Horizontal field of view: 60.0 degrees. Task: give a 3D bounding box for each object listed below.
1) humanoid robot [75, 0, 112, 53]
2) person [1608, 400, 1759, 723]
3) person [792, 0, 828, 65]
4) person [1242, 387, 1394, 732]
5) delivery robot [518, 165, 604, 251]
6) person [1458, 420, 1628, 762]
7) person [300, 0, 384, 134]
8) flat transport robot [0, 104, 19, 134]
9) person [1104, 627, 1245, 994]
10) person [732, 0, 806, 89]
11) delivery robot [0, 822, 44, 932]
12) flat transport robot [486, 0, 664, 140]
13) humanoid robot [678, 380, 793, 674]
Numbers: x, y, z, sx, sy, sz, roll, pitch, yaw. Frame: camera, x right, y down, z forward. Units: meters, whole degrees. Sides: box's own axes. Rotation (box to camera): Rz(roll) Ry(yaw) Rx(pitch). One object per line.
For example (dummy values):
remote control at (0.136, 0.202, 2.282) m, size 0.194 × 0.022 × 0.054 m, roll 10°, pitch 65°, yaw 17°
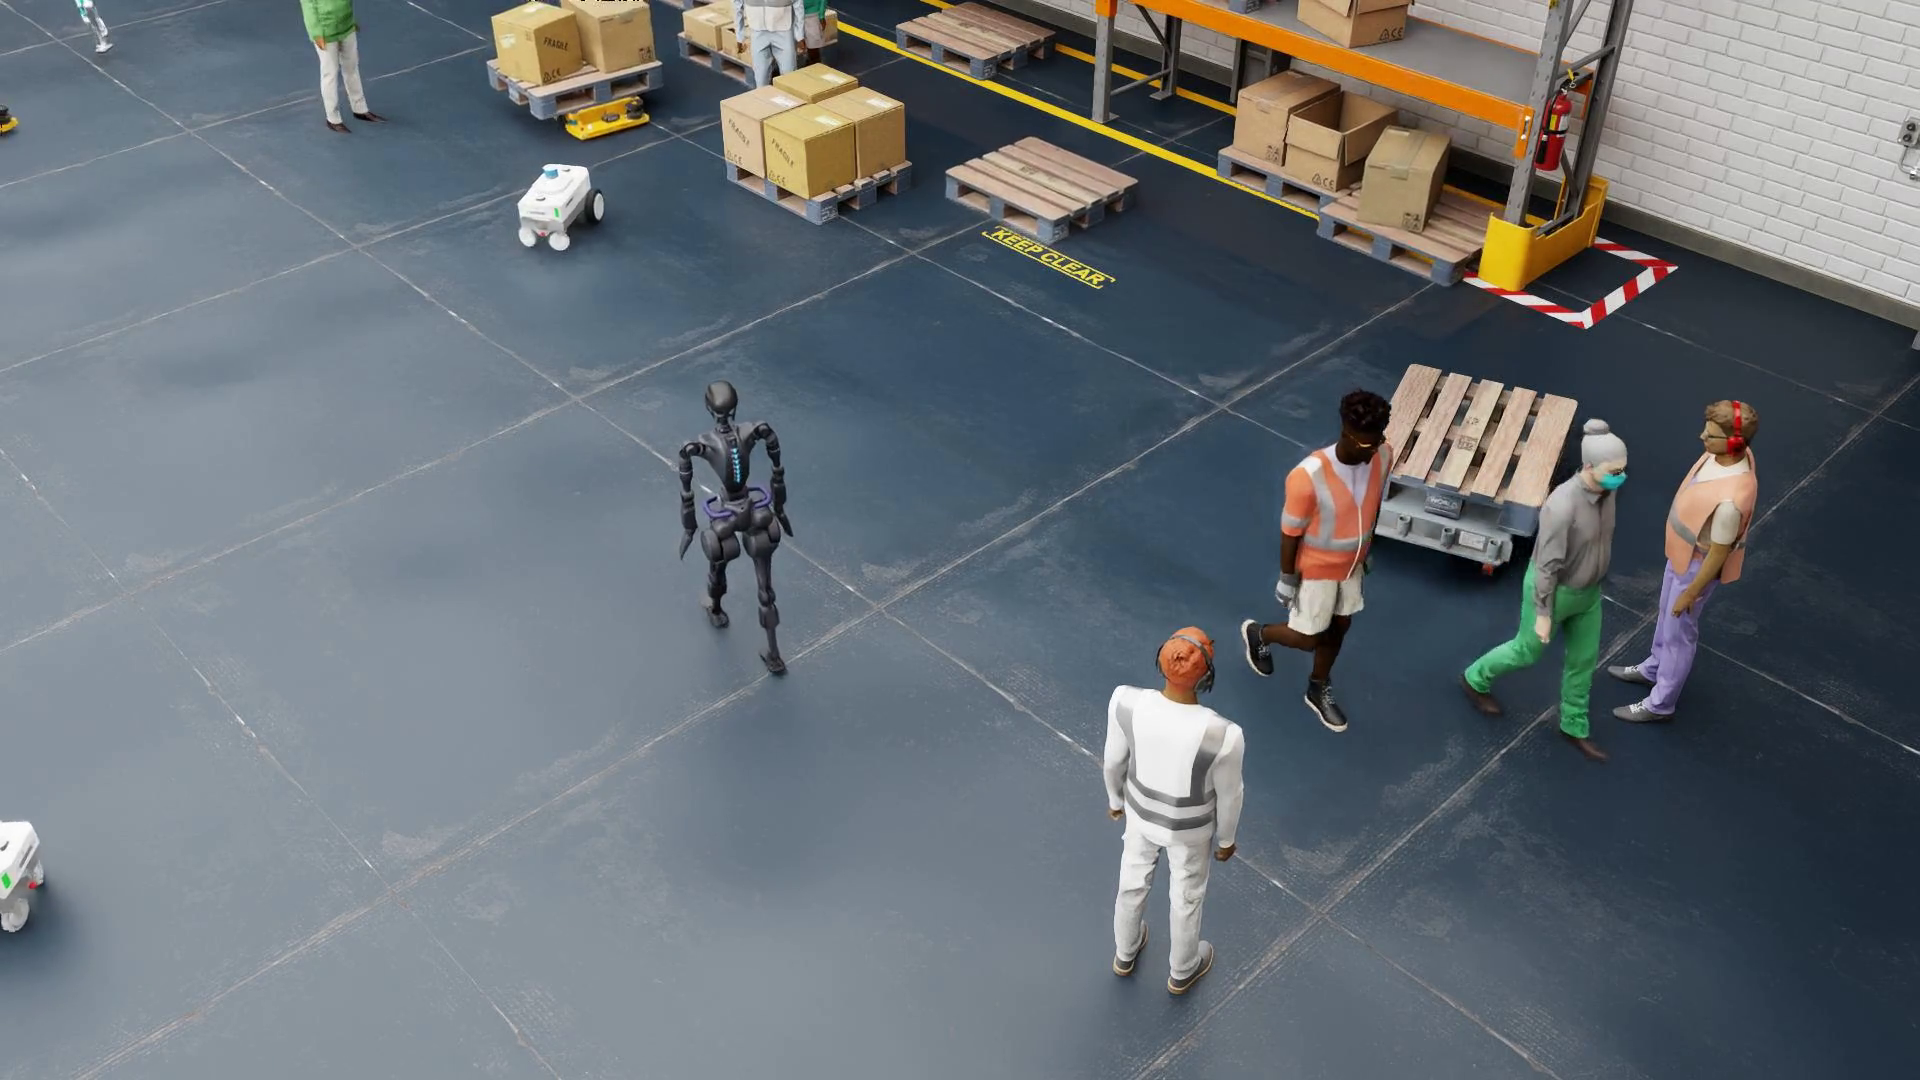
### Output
humanoid robot at (-8.200, -5.288, 15.321) m, size 0.578 × 1.724 × 1.041 m, roll -12°, pitch 39°, yaw -16°
person at (3.562, 0.121, 8.069) m, size 0.391 × 1.840 × 0.564 m, roll 9°, pitch 38°, yaw 12°
person at (-1.373, -4.525, 14.210) m, size 0.494 × 1.854 × 0.397 m, roll -2°, pitch 37°, yaw -3°
person at (1.748, 0.057, 8.075) m, size 0.600 × 1.947 × 0.581 m, roll -20°, pitch 42°, yaw -25°
delivery robot at (-3.090, -2.585, 12.733) m, size 0.525 × 0.612 × 0.784 m, roll 6°, pitch 37°, yaw 8°
person at (2.890, 0.227, 7.951) m, size 0.531 × 1.819 × 0.797 m, roll -23°, pitch 43°, yaw -27°
person at (-5.291, -4.342, 14.034) m, size 0.384 × 1.788 × 0.543 m, roll 14°, pitch 39°, yaw 18°
flat transport robot at (-8.936, -3.599, 14.297) m, size 1.431 × 0.231 × 0.659 m, roll 10°, pitch 38°, yaw 13°
person at (0.853, 1.111, 6.725) m, size 0.572 × 1.882 × 0.356 m, roll 17°, pitch 40°, yaw 21°
person at (-1.569, -4.201, 13.741) m, size 0.596 × 1.908 × 0.411 m, roll 1°, pitch 37°, yaw 1°
delivery robot at (-4.489, 1.469, 7.365) m, size 0.782 × 0.610 × 0.515 m, roll -1°, pitch 37°, yaw -1°
flat transport robot at (-3.385, -3.919, 14.722) m, size 0.659 × 0.231 × 1.431 m, roll -25°, pitch 44°, yaw -29°
humanoid robot at (-1.162, -0.112, 8.540) m, size 0.601 × 1.627 × 0.752 m, roll -16°, pitch 40°, yaw -20°
